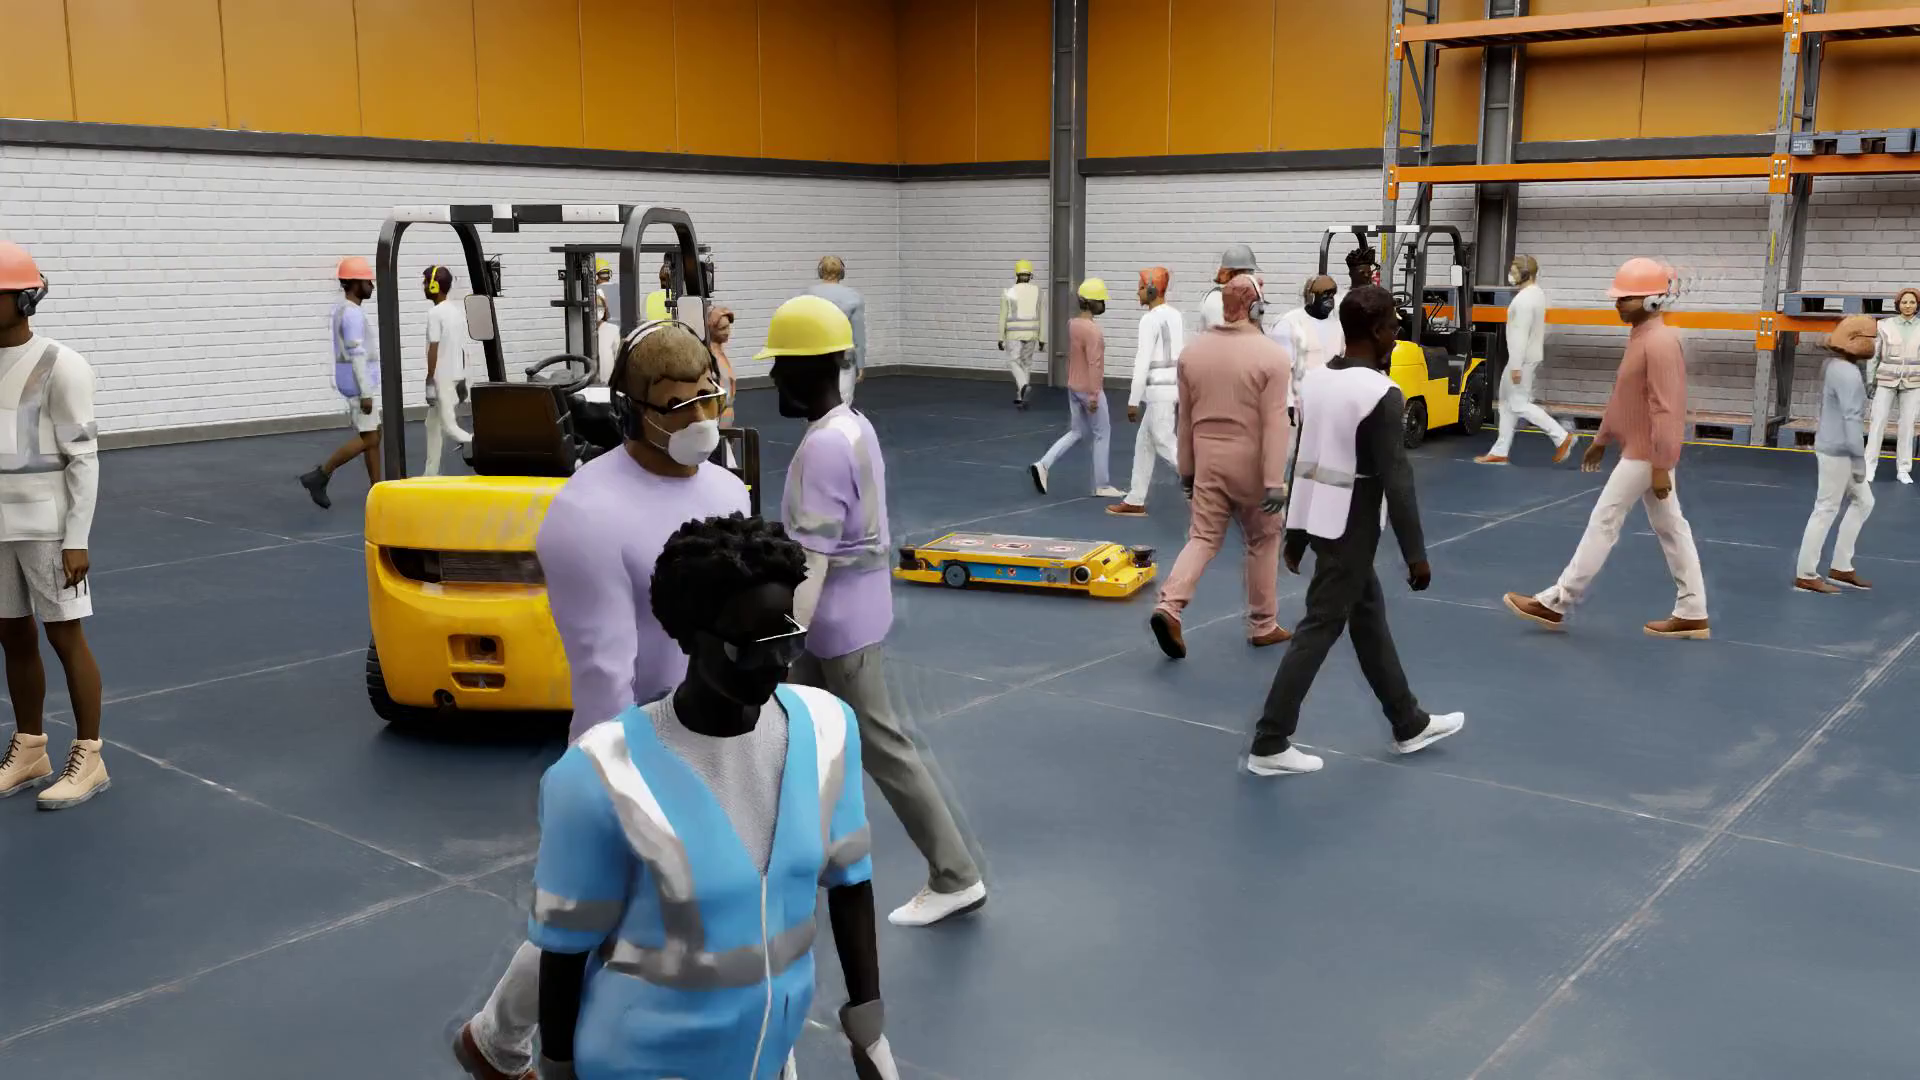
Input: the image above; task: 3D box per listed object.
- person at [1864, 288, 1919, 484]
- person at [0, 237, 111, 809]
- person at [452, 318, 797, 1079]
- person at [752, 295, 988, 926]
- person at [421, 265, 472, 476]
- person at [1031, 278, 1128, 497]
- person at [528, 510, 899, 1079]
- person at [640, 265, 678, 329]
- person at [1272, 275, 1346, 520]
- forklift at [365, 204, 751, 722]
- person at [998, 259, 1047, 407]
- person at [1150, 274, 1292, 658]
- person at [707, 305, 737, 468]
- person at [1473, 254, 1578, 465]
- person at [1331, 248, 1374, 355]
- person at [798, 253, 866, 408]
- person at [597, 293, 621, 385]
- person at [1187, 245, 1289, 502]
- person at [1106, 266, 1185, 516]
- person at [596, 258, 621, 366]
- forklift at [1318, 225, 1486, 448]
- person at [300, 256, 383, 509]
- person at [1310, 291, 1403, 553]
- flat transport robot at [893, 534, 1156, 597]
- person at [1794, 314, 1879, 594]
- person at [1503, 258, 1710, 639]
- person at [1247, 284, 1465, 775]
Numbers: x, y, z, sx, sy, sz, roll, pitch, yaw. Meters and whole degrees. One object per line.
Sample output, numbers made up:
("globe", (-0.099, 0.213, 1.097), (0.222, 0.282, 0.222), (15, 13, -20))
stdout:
("person", (7.876, -1.290, 13.953), (0.513, 1.642, 0.313), (4, 11, 21))
("person", (-3.365, -0.051, 5.971), (0.608, 2.046, 0.368), (3, 11, 18))
("person", (-0.695, 0.470, 3.539), (1.001, 1.898, 0.618), (6, 12, 30))
("person", (-0.375, 0.234, 4.870), (0.983, 1.883, 0.607), (-1, 10, -6))
("person", (-4.118, -1.294, 13.438), (0.864, 1.841, 0.527), (1, 10, 4))
("person", (0.953, -1.188, 13.109), (0.707, 1.742, 0.529), (-4, 11, -20))
("person", (-0.332, 0.777, 2.469), (0.871, 1.642, 0.526), (9, 14, 41))
("person", (-2.521, -1.522, 14.705), (0.621, 1.838, 0.429), (5, 12, 28))
("person", (2.469, -0.986, 11.858), (0.628, 1.802, 0.947), (-4, 11, -20))
("forklift", (-1.766, -0.406, 7.525), (1.214, 2.155, 2.313), (1, 10, 7))
("person", (0.768, -2.486, 20.113), (0.602, 1.809, 0.700), (-3, 11, -19))
("person", (1.305, -0.355, 8.142), (0.652, 1.879, 0.884), (9, 14, 42))
("person", (-1.548, -0.674, 10.557), (0.358, 1.625, 0.561), (-1, 10, -5))
("person", (5.098, -1.588, 14.857), (0.827, 1.914, 0.635), (5, 11, 26))
("person", (3.326, -1.463, 14.012), (0.607, 1.966, 0.367), (-4, 11, -22))
("person", (-1.153, -1.566, 14.726), (0.635, 1.924, 0.658), (2, 10, 9))
("person", (-3.125, -1.332, 14.324), (0.839, 1.594, 0.514), (9, 13, 40))
("person", (2.179, -1.271, 12.740), (0.872, 2.000, 0.692), (6, 12, 29))
("person", (1.510, -1.043, 12.023), (0.903, 1.856, 0.585), (5, 12, 27))
("person", (-4.105, -2.336, 19.245), (0.403, 1.823, 0.586), (7, 12, 33))
("forklift", (4.449, -2.115, 16.993), (1.214, 2.155, 2.313), (8, 13, 38))
("person", (-4.557, -1.155, 12.444), (0.711, 1.920, 0.550), (-4, 11, -23))
("person", (2.349, -0.583, 9.744), (0.411, 1.756, 0.519), (5, 11, 27))
("flat transport robot", (0.386, 0.130, 9.884), (1.431, 0.197, 0.652), (4, 11, 21))
("person", (5.113, -0.479, 9.514), (0.548, 1.614, 0.534), (4, 11, 22))
("person", (3.378, -0.456, 8.491), (1.056, 1.928, 0.627), (4, 11, 20))
("person", (1.541, -0.032, 6.352), (0.994, 1.861, 0.616), (-3, 11, -15))
